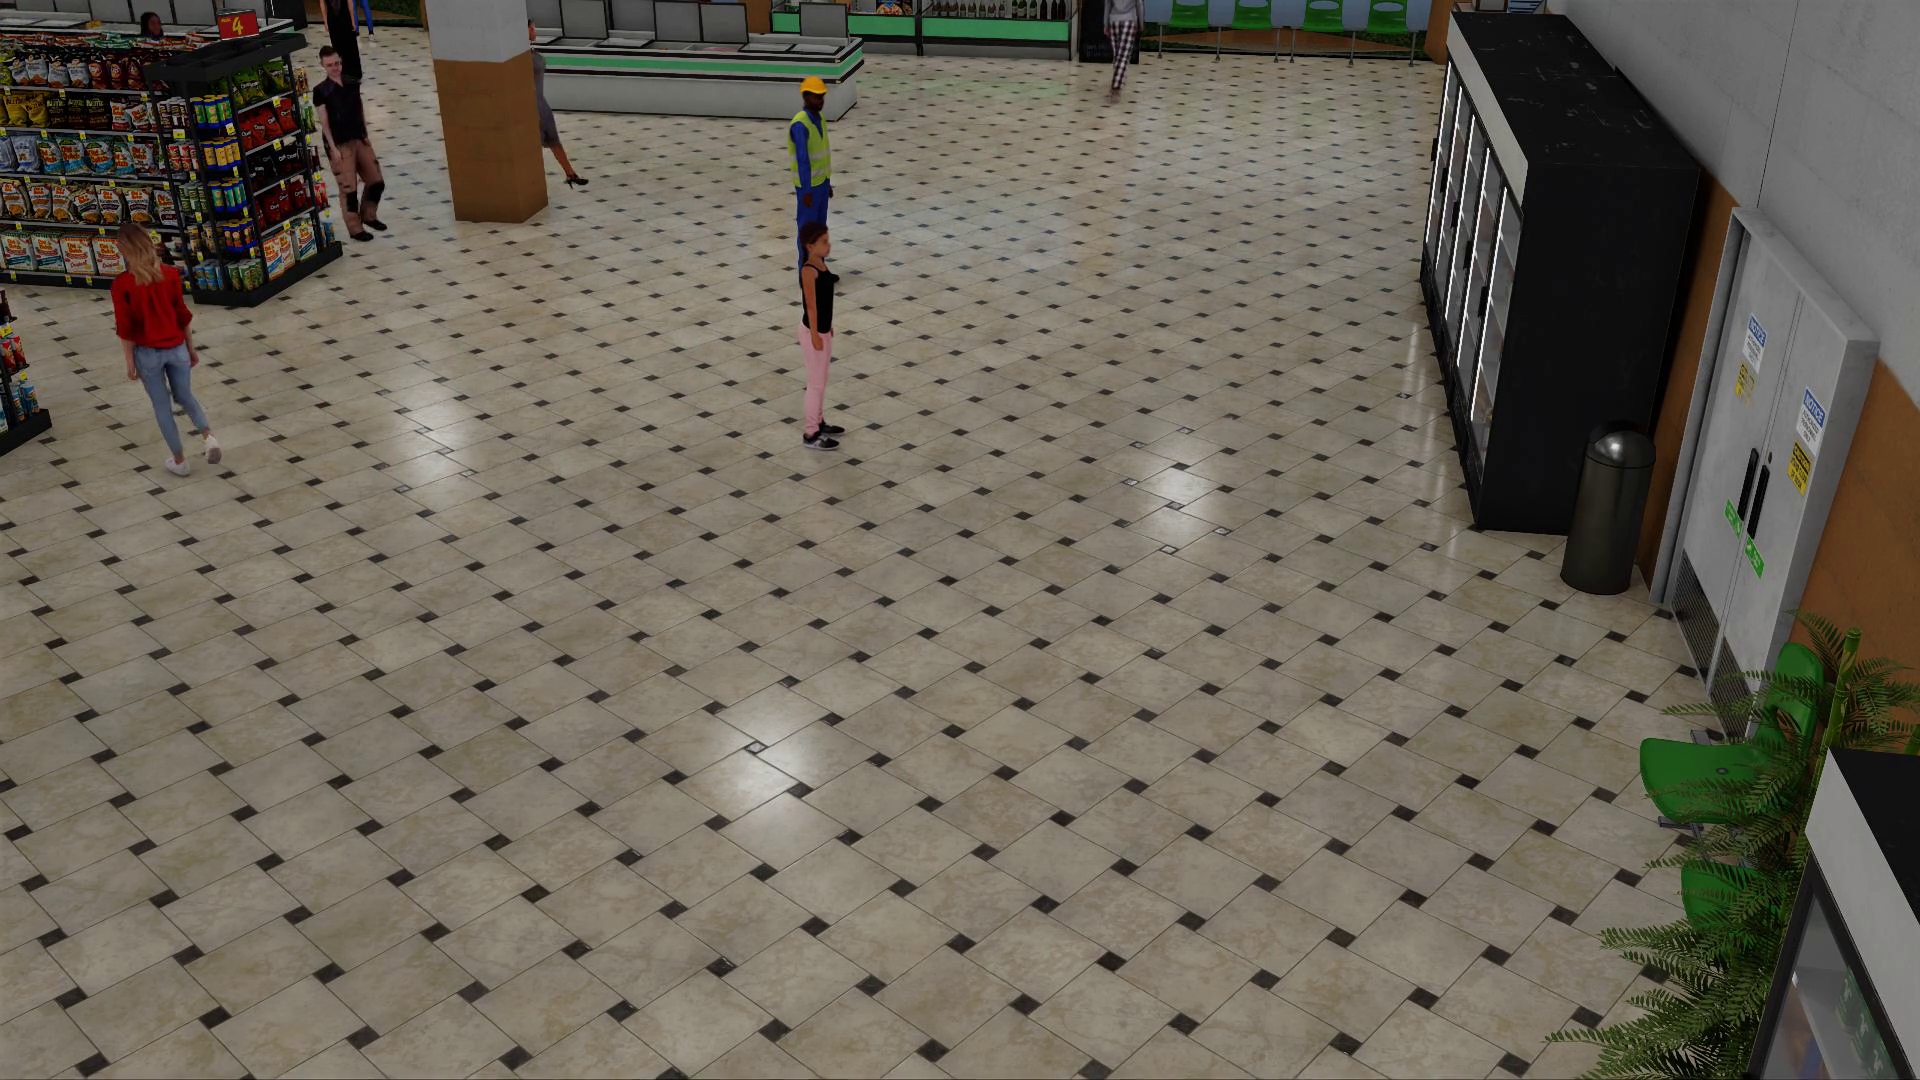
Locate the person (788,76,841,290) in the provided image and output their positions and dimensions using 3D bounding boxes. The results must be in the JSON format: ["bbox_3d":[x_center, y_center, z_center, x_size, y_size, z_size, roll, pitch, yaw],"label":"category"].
[{"bbox_3d":[-1.266,-3.063,14.277,0.630,1.810,0.699,9,28,17],"label":"person"}]

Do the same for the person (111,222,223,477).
[{"bbox_3d":[-5.088,-1.175,10.682,0.906,1.693,0.811,19,32,32],"label":"person"}]

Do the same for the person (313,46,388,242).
[{"bbox_3d":[-5.783,-3.703,15.525,0.806,1.821,0.815,14,30,26],"label":"person"}]

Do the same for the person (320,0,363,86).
[{"bbox_3d":[-8.148,-6.810,21.896,0.572,1.601,0.695,-5,27,-10],"label":"person"}]

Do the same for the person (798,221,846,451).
[{"bbox_3d":[-0.968,-1.398,11.265,0.502,1.564,0.536,3,27,6],"label":"person"}]

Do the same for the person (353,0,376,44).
[{"bbox_3d":[-8.985,-8.309,24.664,0.712,1.770,0.770,-18,32,-31],"label":"person"}]

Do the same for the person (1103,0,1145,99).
[{"bbox_3d":[2.053,-6.516,21.092,1.166,1.803,0.893,11,29,21],"label":"person"}]

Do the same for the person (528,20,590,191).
[{"bbox_3d":[-4.441,-4.373,16.949,1.094,1.729,0.600,5,27,10],"label":"person"}]

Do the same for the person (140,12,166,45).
[{"bbox_3d":[-8.530,-4.725,17.694,1.168,1.681,0.918,18,32,31],"label":"person"}]
